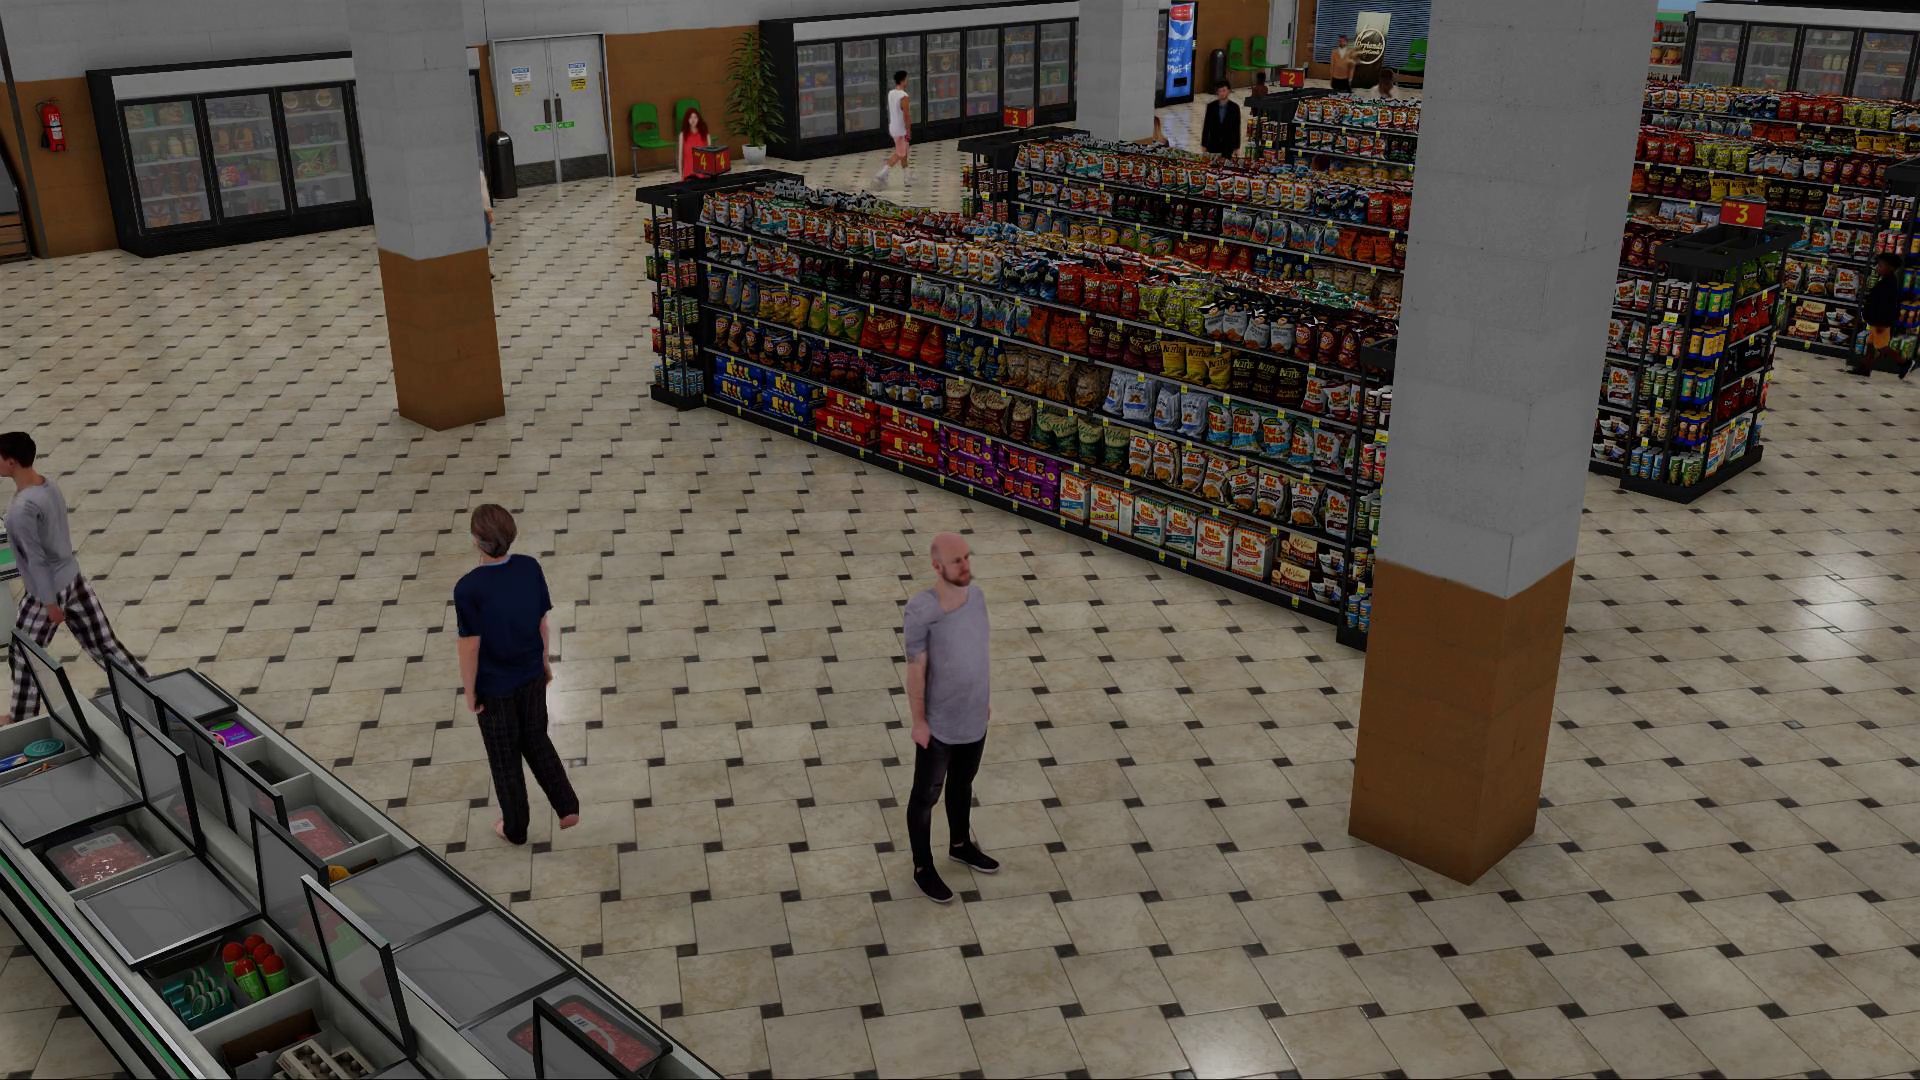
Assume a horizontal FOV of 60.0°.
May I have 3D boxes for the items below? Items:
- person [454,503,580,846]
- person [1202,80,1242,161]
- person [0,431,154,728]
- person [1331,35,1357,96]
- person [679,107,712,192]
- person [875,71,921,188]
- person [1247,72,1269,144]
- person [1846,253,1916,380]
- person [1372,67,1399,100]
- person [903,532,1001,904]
[{"bbox_3d":[-2.175,0.717,8.235,0.657,1.862,0.776,-20,30,-41],"label":"person"},{"bbox_3d":[3.855,-5.823,24.513,1.099,1.861,1.083,5,22,13],"label":"person"},{"bbox_3d":[-5.038,0.269,9.436,1.194,1.799,1.177,-2,22,-4],"label":"person"},{"bbox_3d":[7.500,-8.937,32.469,1.207,1.708,1.009,9,24,22],"label":"person"},{"bbox_3d":[-3.475,-4.794,22.003,0.763,1.824,0.824,-6,23,-15],"label":"person"},{"bbox_3d":[-1.027,-6.458,26.229,0.864,1.760,1.093,-13,25,-30],"label":"person"},{"bbox_3d":[5.528,-8.003,30.749,0.566,1.256,0.543,-12,25,-28],"label":"person"},{"bbox_3d":[9.057,-2.156,16.205,0.839,1.251,0.605,15,27,34],"label":"person"},{"bbox_3d":[7.003,-6.955,27.620,1.093,1.646,1.028,5,22,13],"label":"person"},{"bbox_3d":[-0.046,0.821,8.010,0.587,1.838,0.669,18,28,38],"label":"person"}]
